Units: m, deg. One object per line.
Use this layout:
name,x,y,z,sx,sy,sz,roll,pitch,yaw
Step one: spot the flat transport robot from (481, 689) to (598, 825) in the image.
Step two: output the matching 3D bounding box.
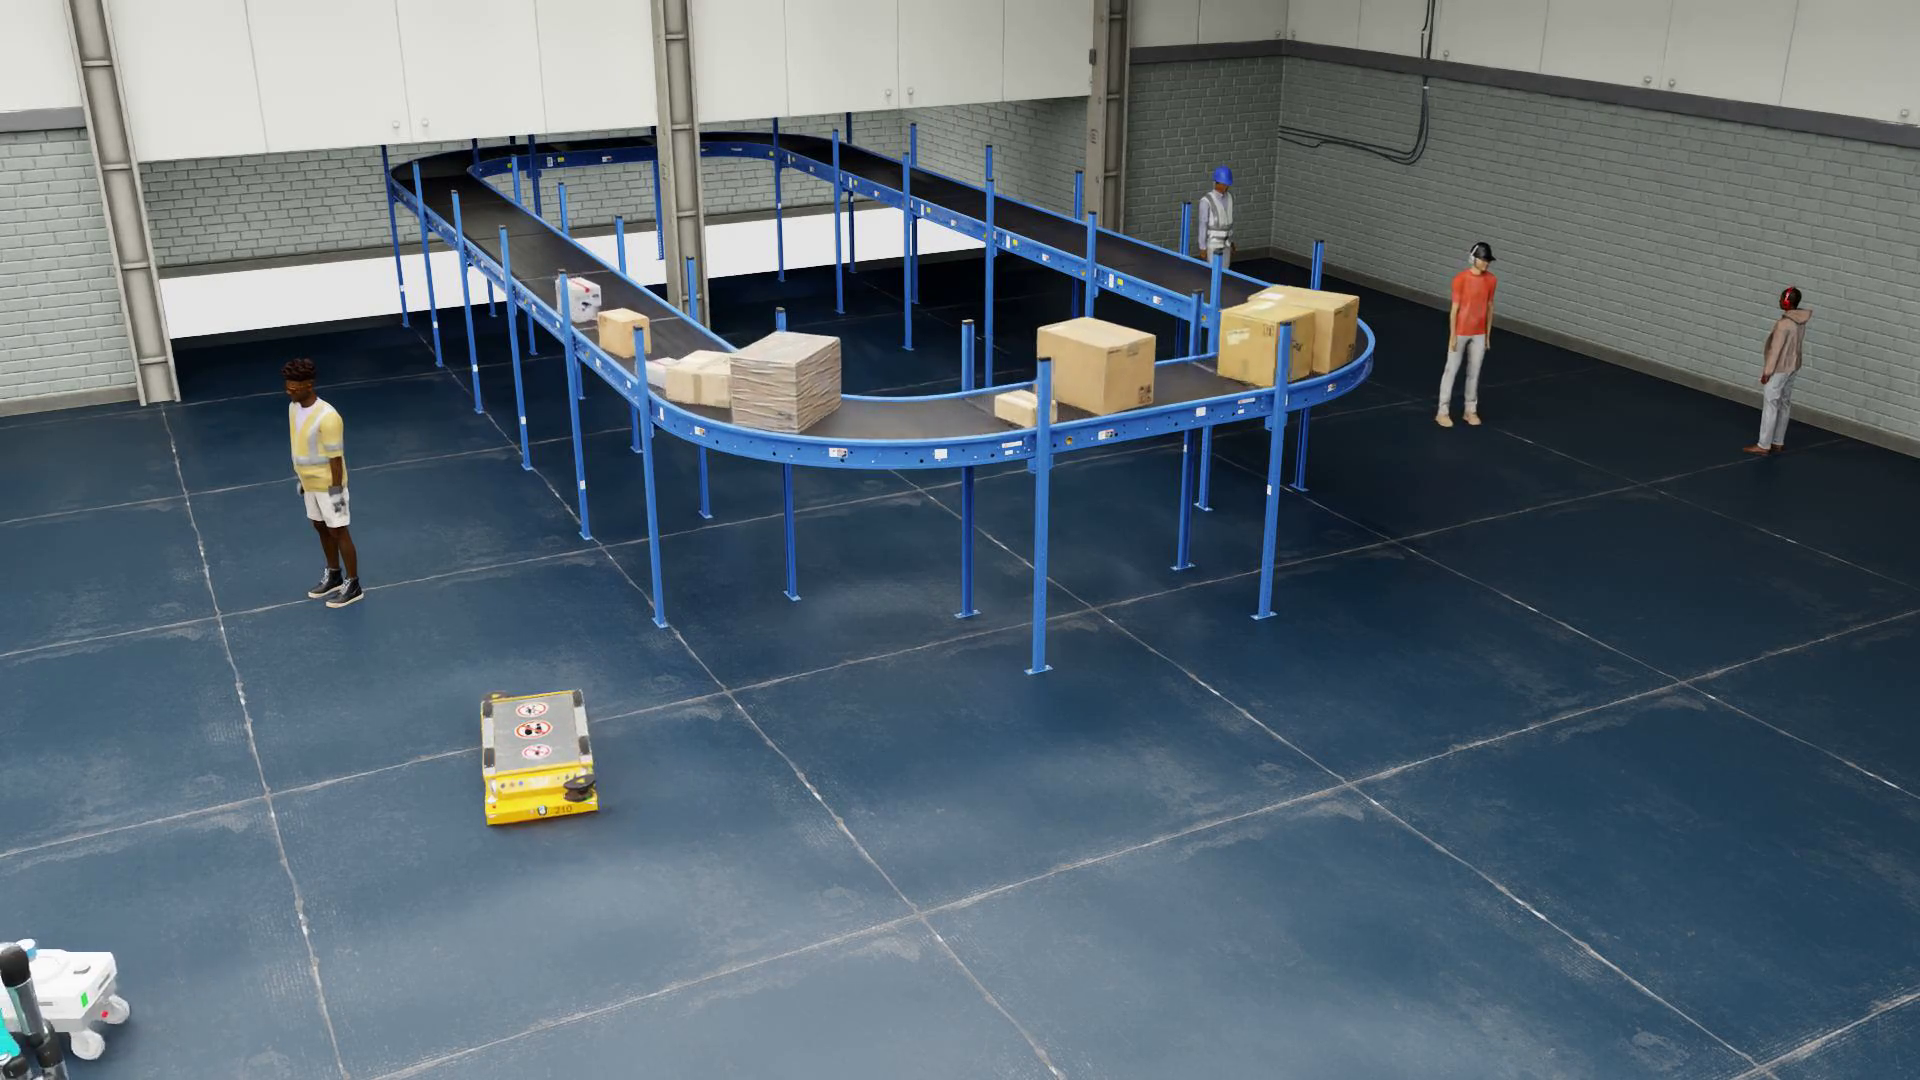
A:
flat transport robot,-2.687,1.337,10.570,0.659,0.231,1.431,-6,23,-14

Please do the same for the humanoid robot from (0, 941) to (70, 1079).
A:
humanoid robot,-3.523,2.295,6.234,0.782,1.747,0.561,18,28,38

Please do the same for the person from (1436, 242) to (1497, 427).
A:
person,5.167,-2.070,16.821,0.476,1.904,0.427,-4,22,-9

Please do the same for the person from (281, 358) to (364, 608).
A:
person,-4.896,-0.451,12.743,0.602,1.959,0.372,19,29,38

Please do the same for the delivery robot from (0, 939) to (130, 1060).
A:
delivery robot,-4.487,2.211,8.039,0.802,0.603,0.499,0,22,0

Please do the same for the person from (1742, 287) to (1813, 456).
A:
person,7.929,-1.626,16.054,0.464,1.647,0.318,-16,27,-33

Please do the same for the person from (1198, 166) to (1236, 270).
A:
person,3.227,-3.717,20.852,0.622,1.932,0.416,-18,28,-37
